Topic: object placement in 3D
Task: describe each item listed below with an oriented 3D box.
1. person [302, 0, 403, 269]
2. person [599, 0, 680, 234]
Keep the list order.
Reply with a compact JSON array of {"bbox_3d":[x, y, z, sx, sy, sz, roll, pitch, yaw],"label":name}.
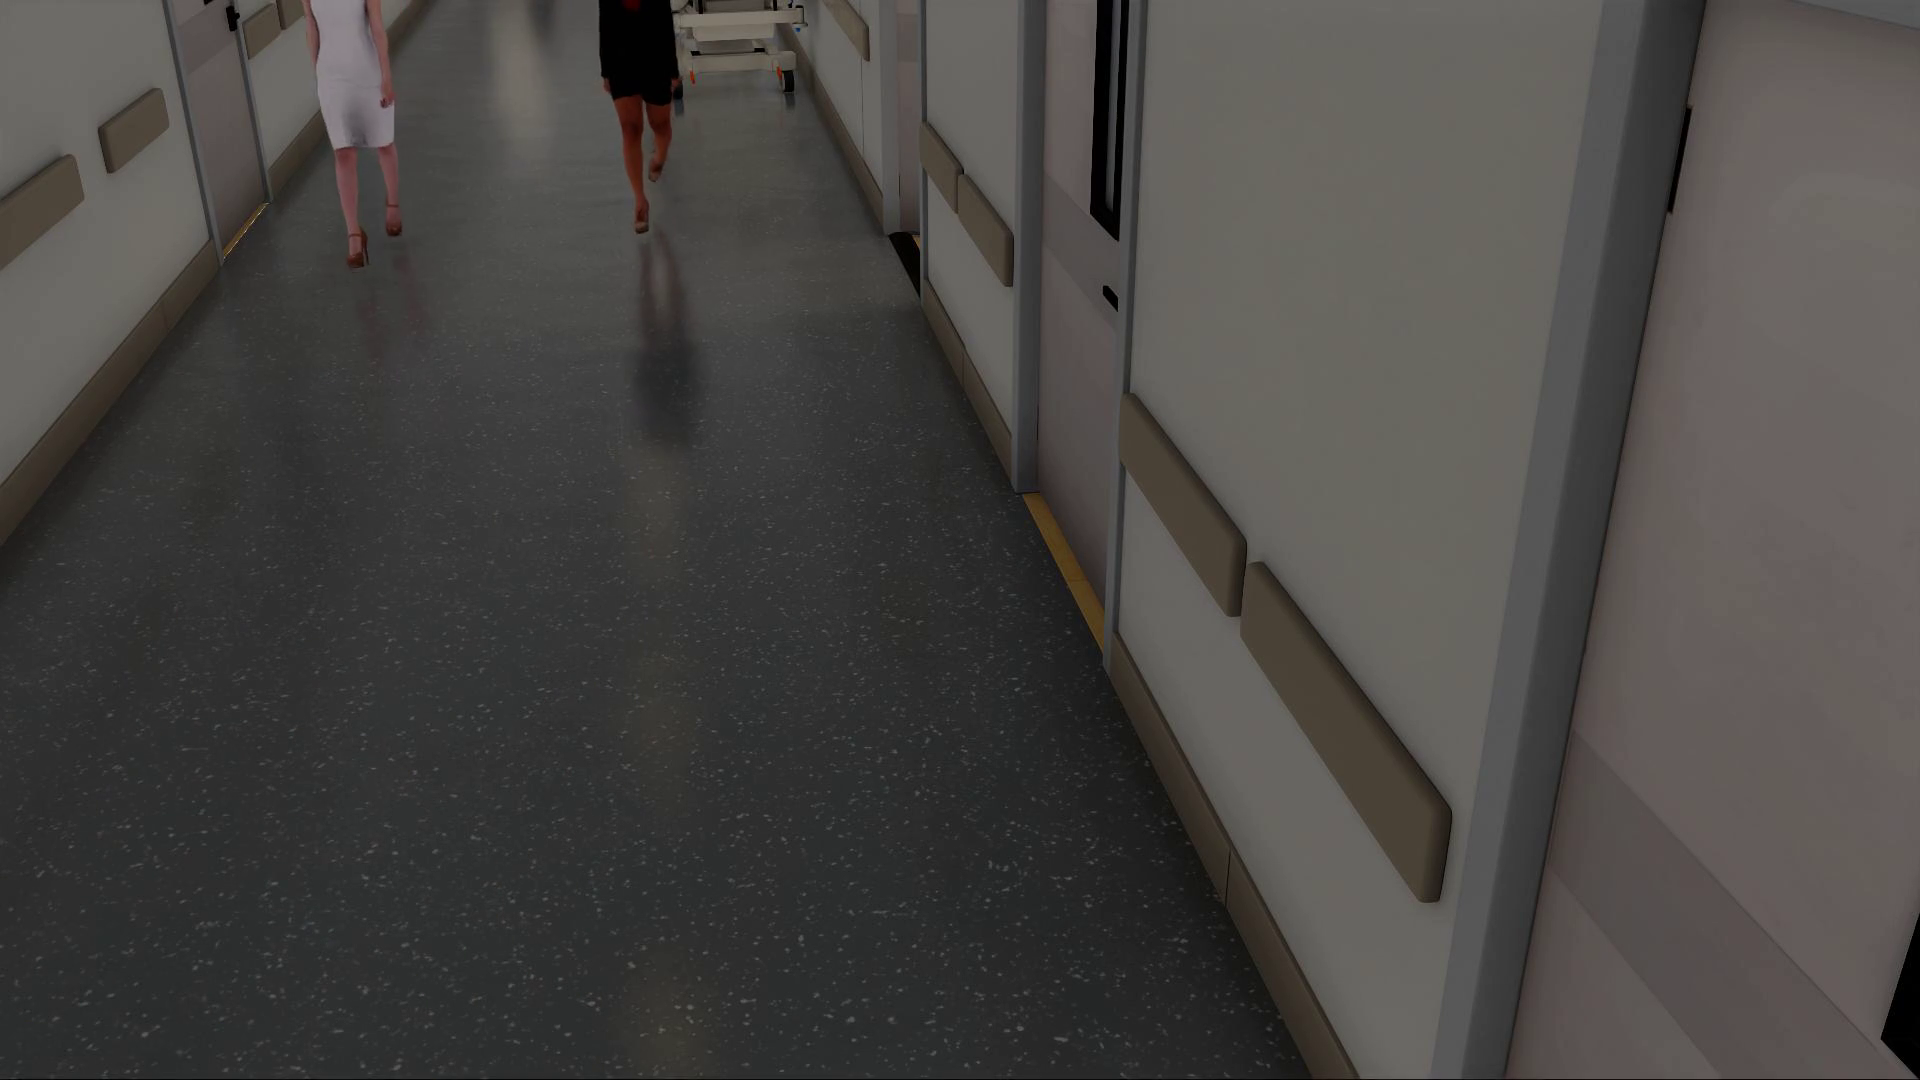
[{"bbox_3d":[-3.006,-2.292,8.397,1.014,1.747,0.705,-2,26,-4],"label":"person"},{"bbox_3d":[-1.729,-2.508,9.004,0.955,1.609,0.655,-3,26,-7],"label":"person"}]
